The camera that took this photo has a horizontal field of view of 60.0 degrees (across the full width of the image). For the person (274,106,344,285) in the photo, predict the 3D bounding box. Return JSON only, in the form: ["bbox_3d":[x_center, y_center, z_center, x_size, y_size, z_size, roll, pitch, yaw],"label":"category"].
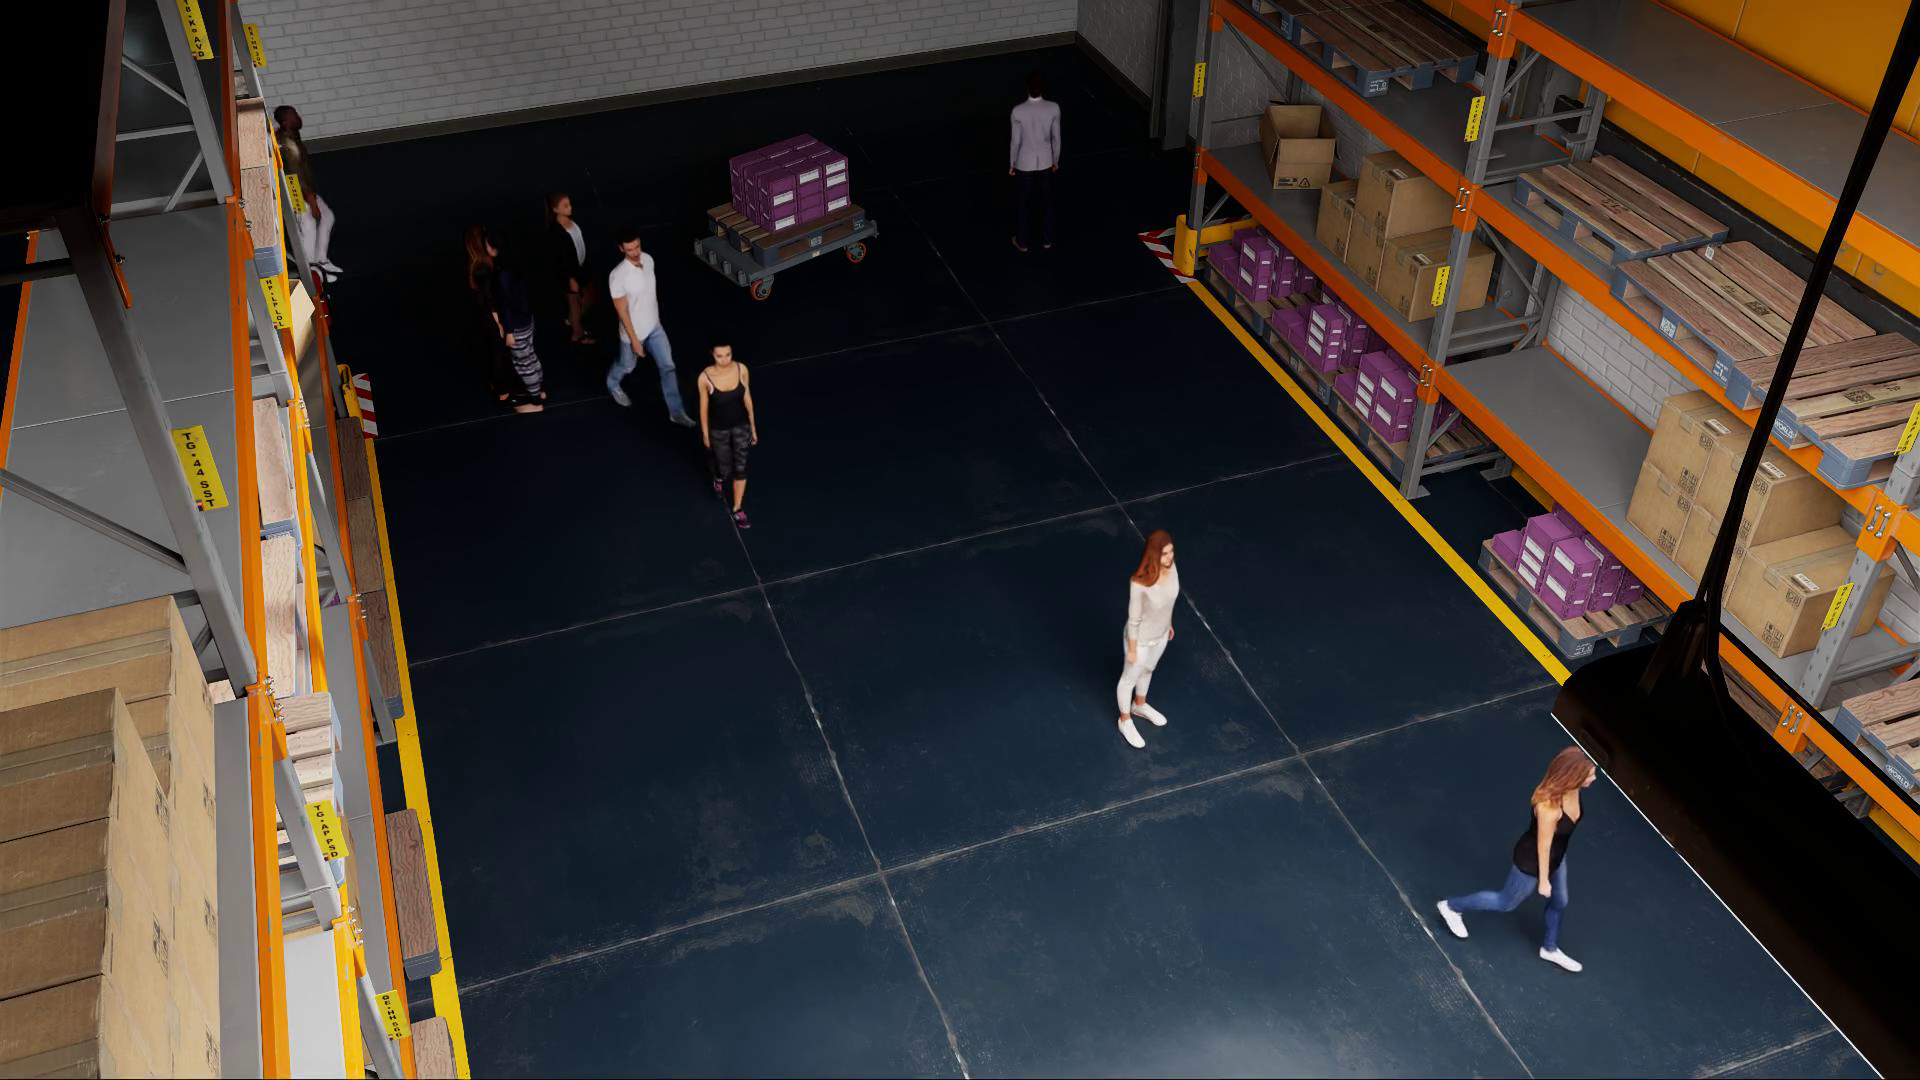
[{"bbox_3d":[-6.318,-3.246,15.774,0.797,1.810,0.558,-13,40,-15],"label":"person"}]

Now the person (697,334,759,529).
[{"bbox_3d":[-1.823,-0.900,12.914,0.610,1.713,0.796,-17,42,-20],"label":"person"}]

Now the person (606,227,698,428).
[{"bbox_3d":[-2.762,-1.802,13.965,1.332,1.811,1.084,27,46,30],"label":"person"}]

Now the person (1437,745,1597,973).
[{"bbox_3d":[3.248,1.801,9.554,1.157,1.686,0.919,30,47,32],"label":"person"}]

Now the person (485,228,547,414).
[{"bbox_3d":[-3.754,-1.873,14.117,0.719,1.733,0.558,-1,39,-2],"label":"person"}]

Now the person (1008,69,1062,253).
[{"bbox_3d":[0.730,-3.715,16.327,0.707,1.853,0.626,-7,39,-9],"label":"person"}]

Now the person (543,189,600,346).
[{"bbox_3d":[-3.570,-2.448,14.988,0.730,1.544,0.670,9,39,11],"label":"person"}]

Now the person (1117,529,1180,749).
[{"bbox_3d":[1.236,0.609,11.026,0.673,1.712,0.676,-31,48,-33],"label":"person"}]

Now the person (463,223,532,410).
[{"bbox_3d":[-4.023,-1.919,14.191,0.696,1.713,0.522,-21,43,-24],"label":"person"}]
